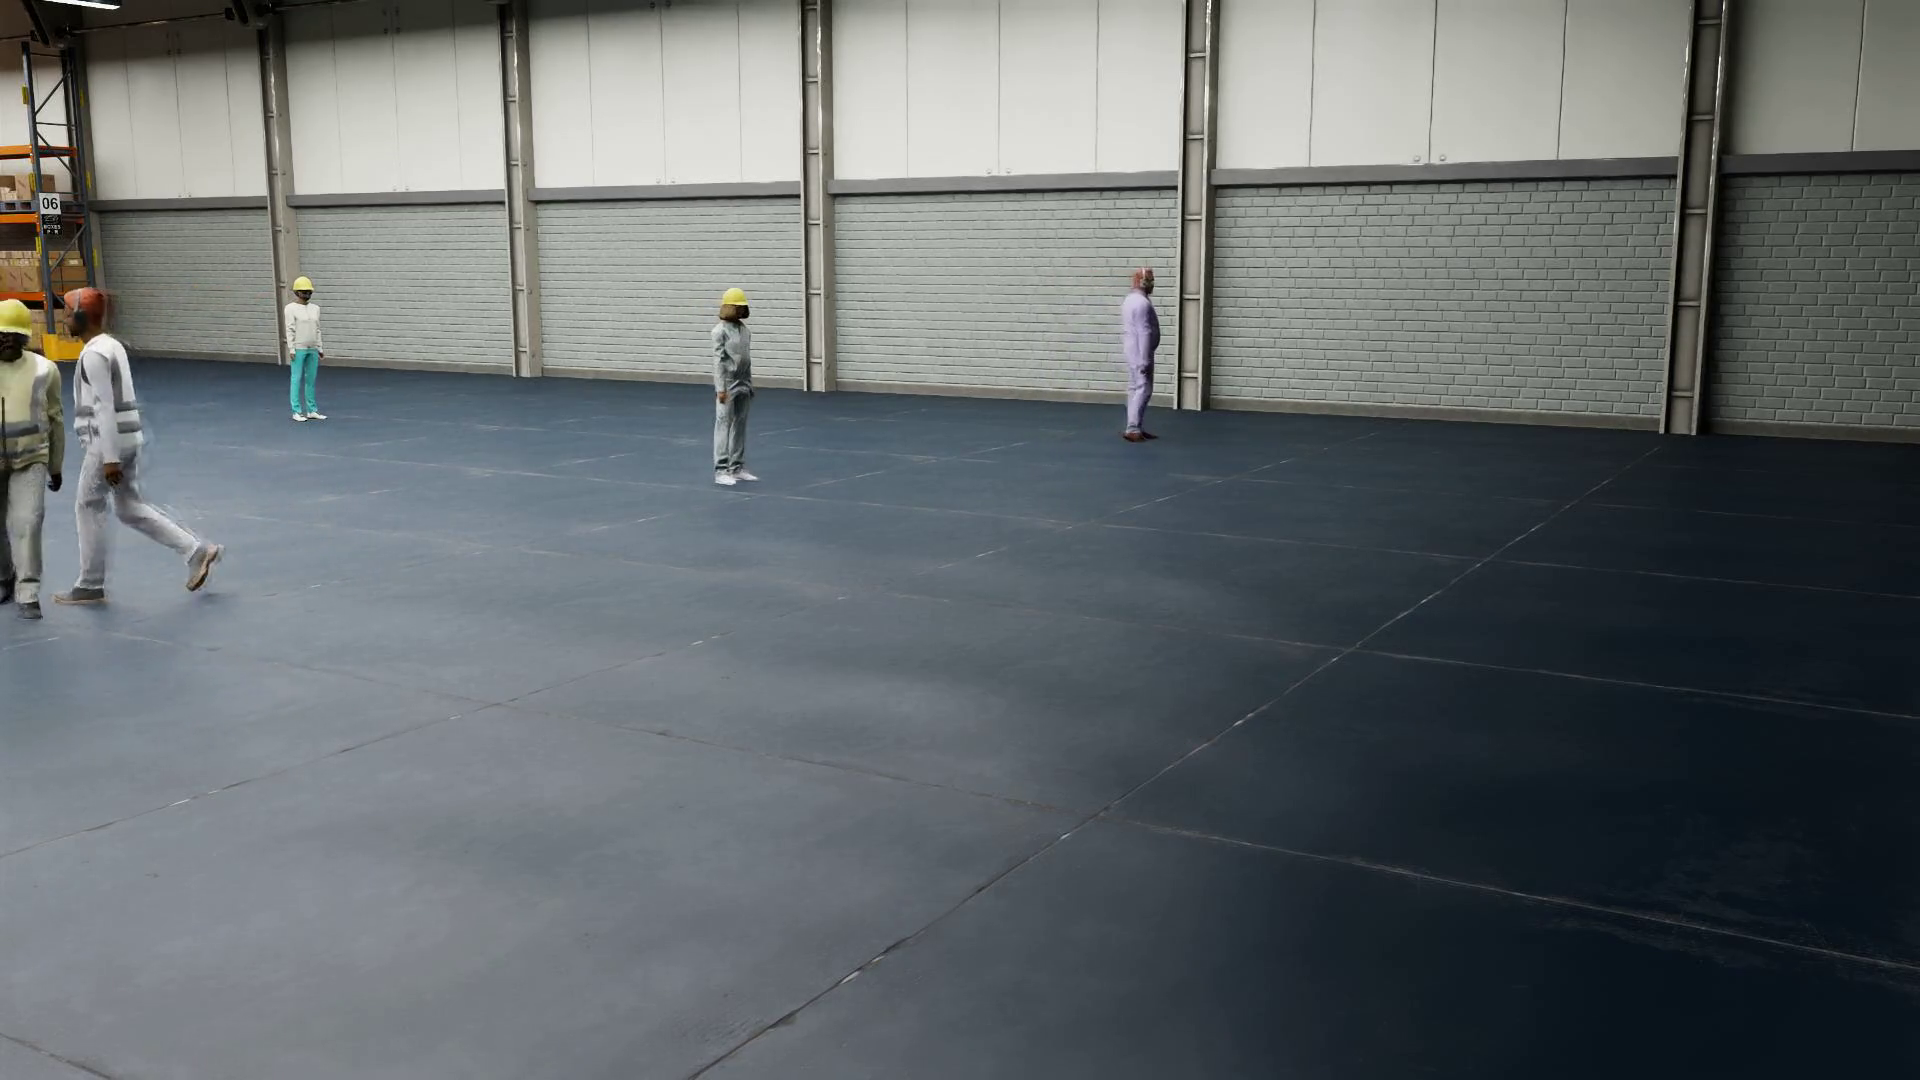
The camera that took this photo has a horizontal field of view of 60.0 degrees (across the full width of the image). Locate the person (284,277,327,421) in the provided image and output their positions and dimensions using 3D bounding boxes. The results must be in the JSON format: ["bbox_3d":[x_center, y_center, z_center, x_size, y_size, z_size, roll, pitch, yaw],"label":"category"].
[{"bbox_3d":[-8.059,-2.349,20.494,0.325,1.769,0.524,5,11,27],"label":"person"}]

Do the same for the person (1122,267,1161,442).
[{"bbox_3d":[1.991,-2.025,18.216,0.409,1.913,0.648,-1,10,-9],"label":"person"}]

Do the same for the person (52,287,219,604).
[{"bbox_3d":[-4.886,-0.549,9.732,0.836,1.856,0.591,-2,10,-13],"label":"person"}]

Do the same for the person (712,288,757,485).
[{"bbox_3d":[-1.998,-1.367,14.814,0.320,1.742,0.492,6,11,30],"label":"person"}]

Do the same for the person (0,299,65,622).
[{"bbox_3d":[-5.391,-0.464,9.432,0.597,1.792,0.827,-5,11,-27],"label":"person"}]
